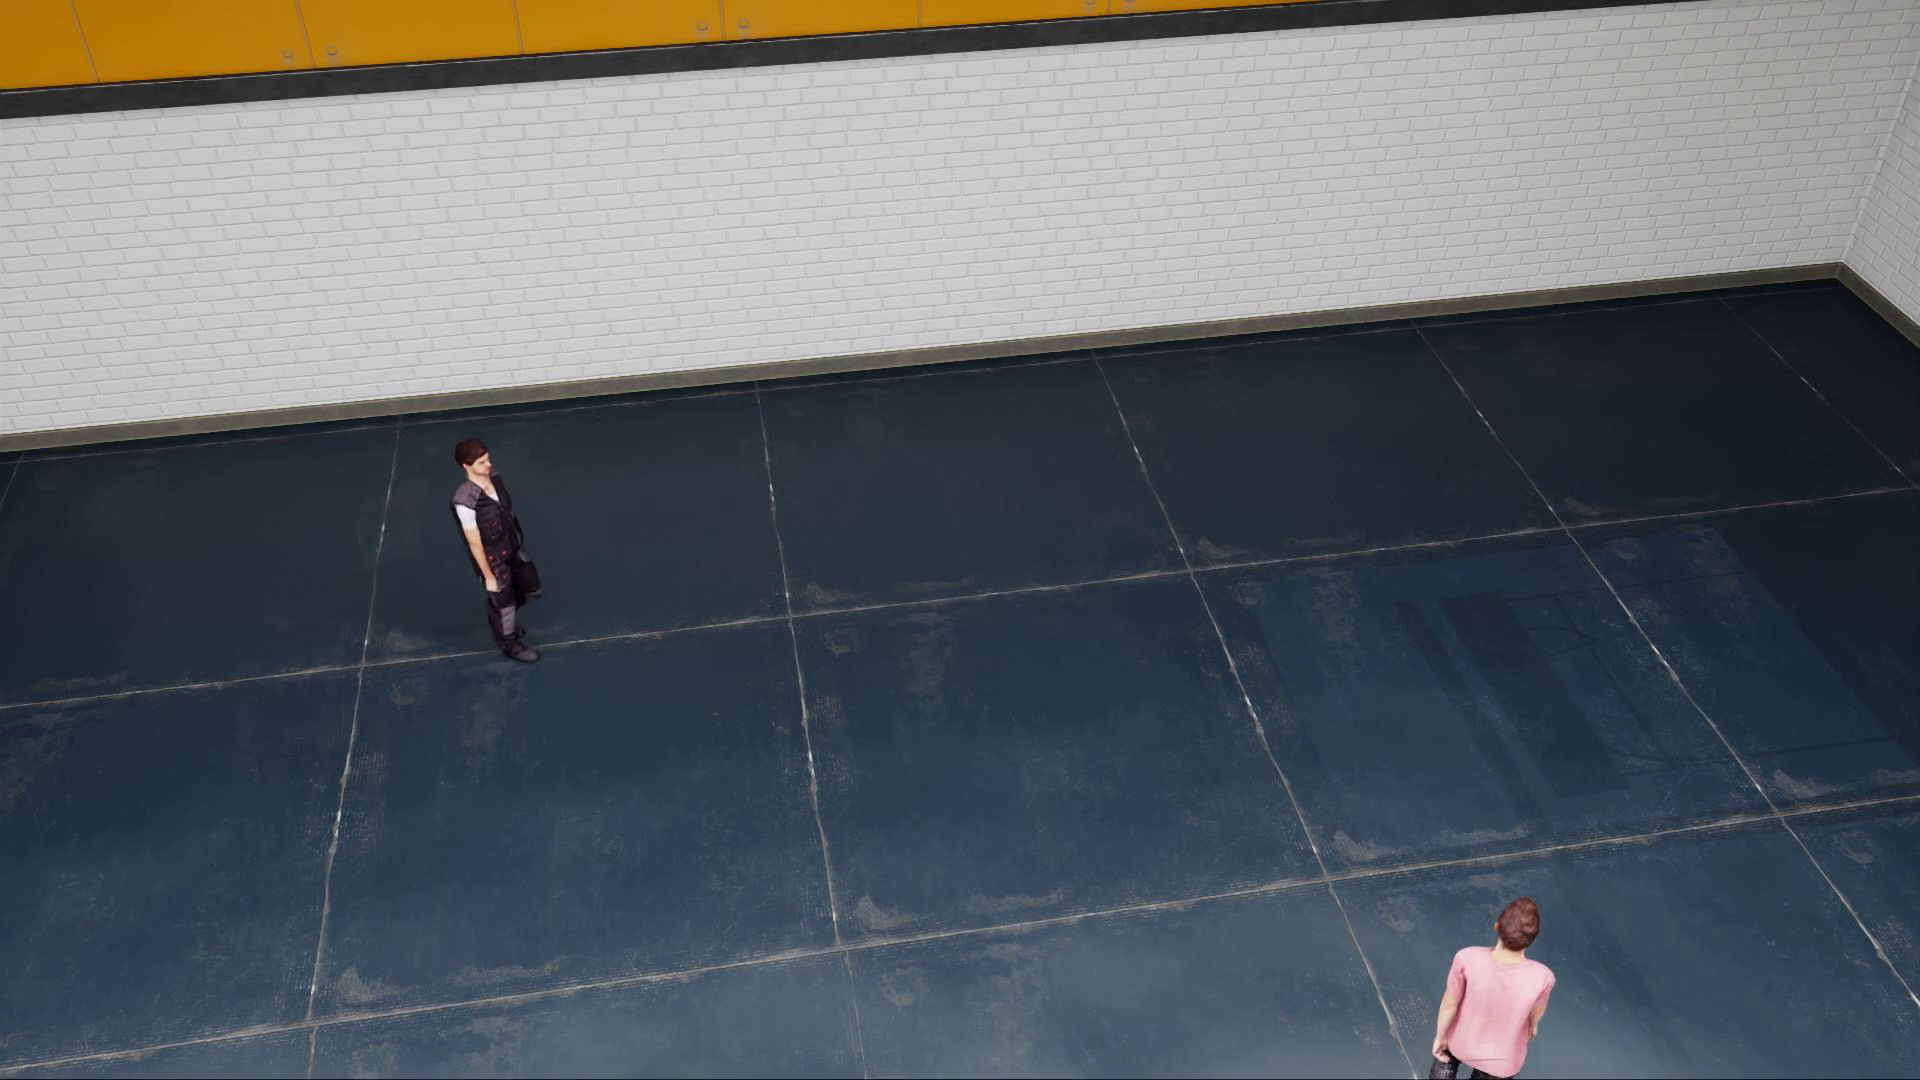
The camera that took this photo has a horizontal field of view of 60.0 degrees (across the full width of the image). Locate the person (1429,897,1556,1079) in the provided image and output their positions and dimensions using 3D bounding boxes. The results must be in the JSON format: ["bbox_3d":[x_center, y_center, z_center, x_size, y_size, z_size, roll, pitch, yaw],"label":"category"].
[{"bbox_3d":[2.517,2.508,8.044,0.858,1.938,0.947,15,41,18],"label":"person"}]

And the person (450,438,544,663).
[{"bbox_3d":[-3.190,0.084,11.161,0.864,1.836,0.789,12,40,14],"label":"person"}]
